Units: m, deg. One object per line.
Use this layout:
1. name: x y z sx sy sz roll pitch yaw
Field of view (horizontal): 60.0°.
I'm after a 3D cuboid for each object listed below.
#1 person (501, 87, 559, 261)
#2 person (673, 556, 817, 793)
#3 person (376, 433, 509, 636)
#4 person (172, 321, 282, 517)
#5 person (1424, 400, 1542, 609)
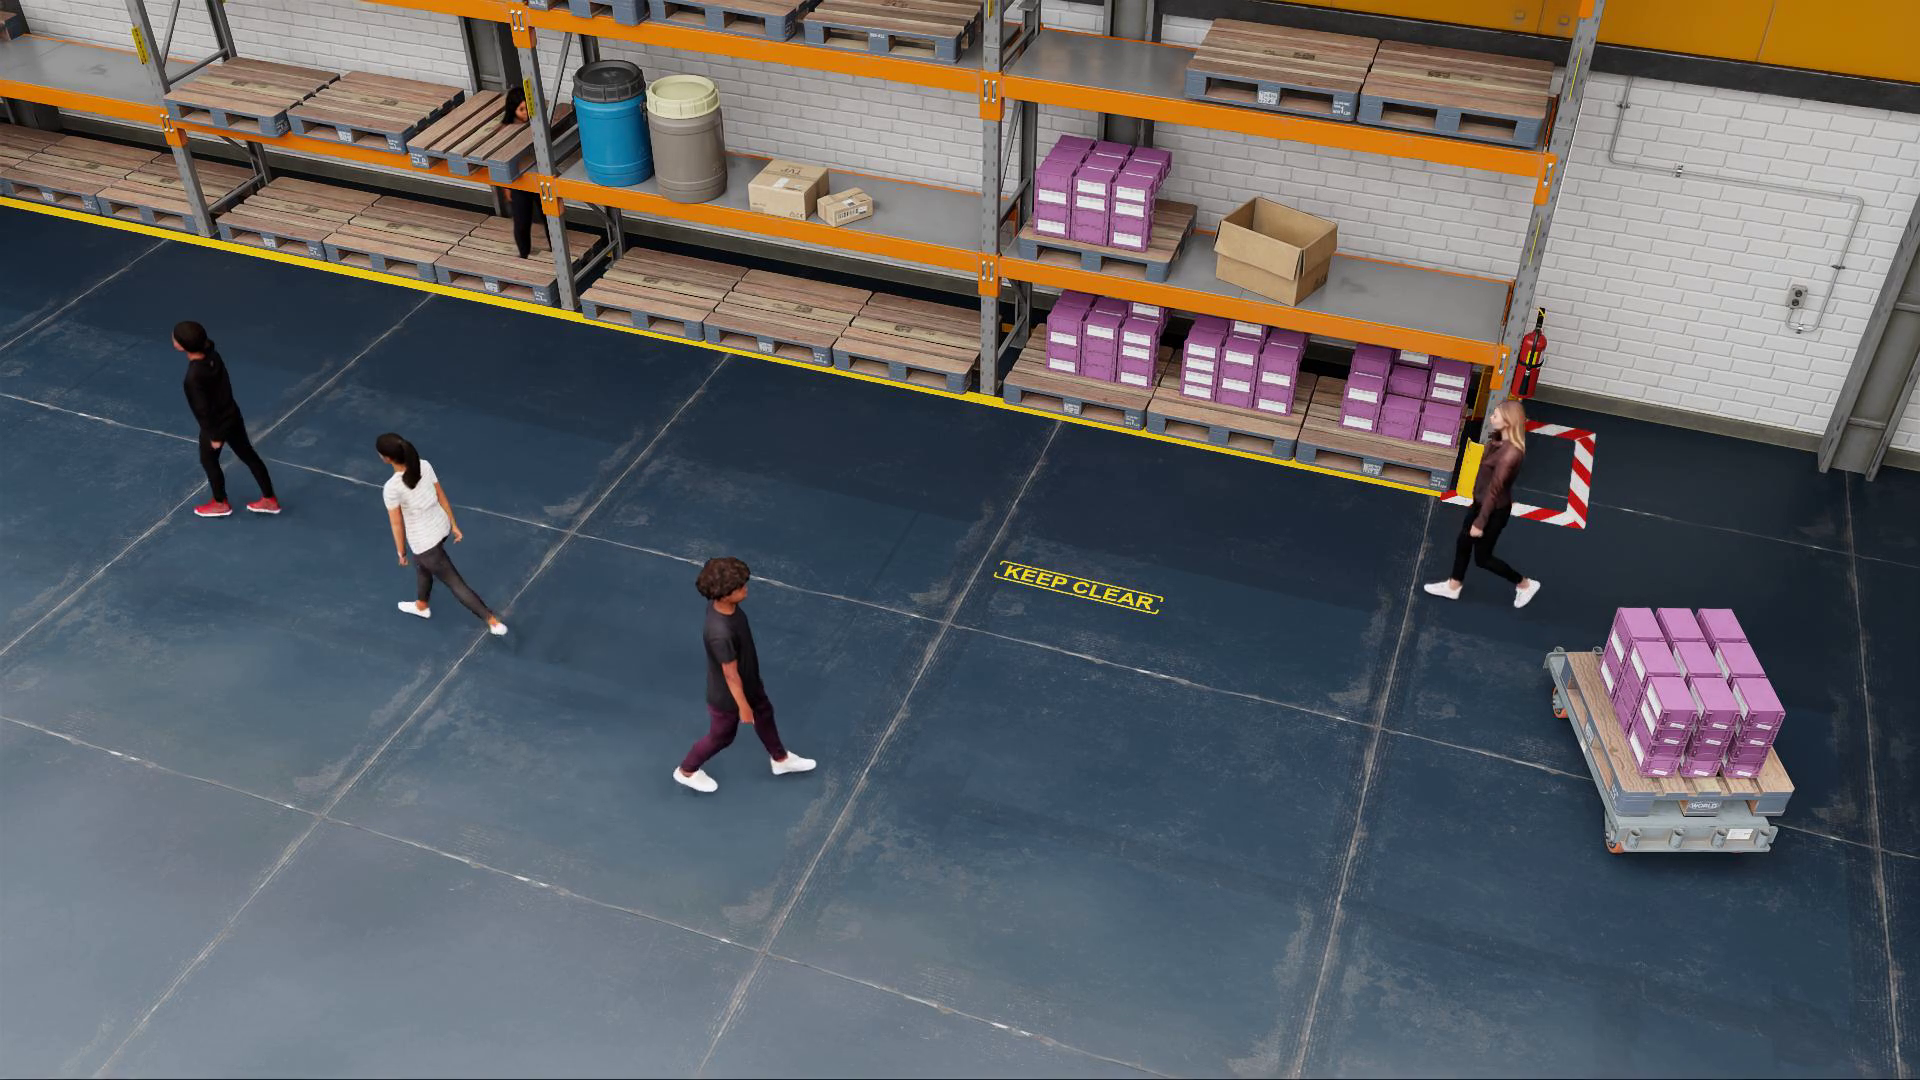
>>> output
1. person: -3.863 -3.224 14.966 0.778 1.813 0.830 -18 42 -21
2. person: -1.436 0.842 9.923 1.196 1.753 0.909 -1 39 -1
3. person: -3.451 0.018 11.092 1.157 1.582 0.598 15 41 18
4. person: -5.307 -0.850 12.123 0.909 1.652 0.731 4 39 5
5. person: 3.668 -0.185 11.263 1.002 1.685 0.688 9 39 11
